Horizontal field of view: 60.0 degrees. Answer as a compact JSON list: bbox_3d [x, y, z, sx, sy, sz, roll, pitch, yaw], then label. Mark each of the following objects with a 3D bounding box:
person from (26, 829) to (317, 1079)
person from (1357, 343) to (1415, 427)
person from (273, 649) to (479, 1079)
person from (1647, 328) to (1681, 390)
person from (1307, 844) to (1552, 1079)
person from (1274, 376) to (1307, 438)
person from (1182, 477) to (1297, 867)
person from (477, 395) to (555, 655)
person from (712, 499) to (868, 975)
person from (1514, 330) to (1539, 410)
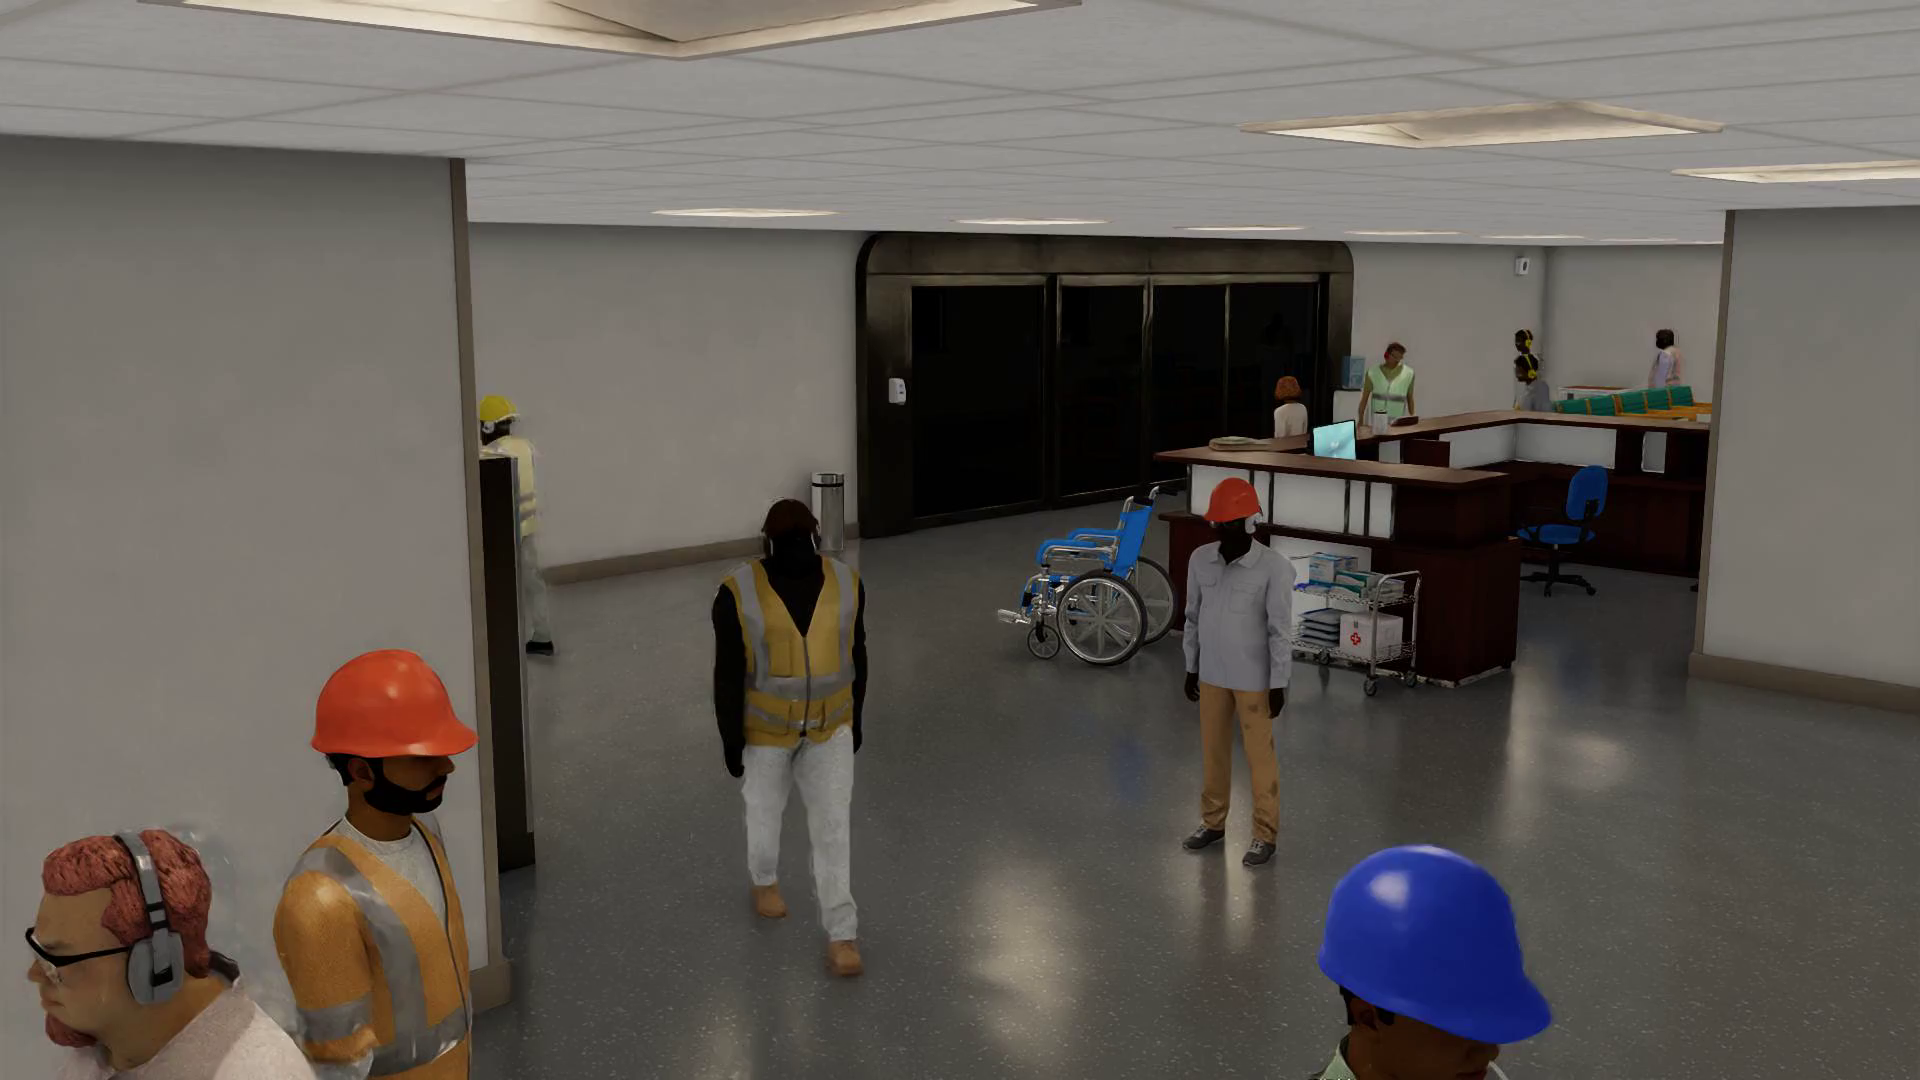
[{"bbox_3d":[-1.051,1.309,2.606,0.878,1.880,0.653,-8,12,-40],"label":"person"},{"bbox_3d":[4.989,-1.408,19.511,0.637,1.780,0.927,3,10,16],"label":"person"},{"bbox_3d":[-1.097,1.163,3.294,0.362,1.938,0.545,0,9,0],"label":"person"},{"bbox_3d":[9.957,-2.053,23.350,0.602,1.829,0.657,6,11,34],"label":"person"},{"bbox_3d":[0.549,1.332,2.219,0.609,1.946,0.405,-9,13,-43],"label":"person"},{"bbox_3d":[3.159,-0.761,16.025,0.266,1.631,0.507,9,13,42],"label":"person"},{"bbox_3d":[1.222,0.583,7.451,0.563,1.742,0.361,9,13,43],"label":"person"},{"bbox_3d":[-3.196,-0.093,11.430,0.871,1.790,0.617,3,10,18],"label":"person"},{"bbox_3d":[-0.654,0.716,6.522,0.627,1.787,0.993,-3,10,-18],"label":"person"},{"bbox_3d":[7.445,-1.848,22.012,0.433,1.852,0.557,-2,9,-10],"label":"person"}]
